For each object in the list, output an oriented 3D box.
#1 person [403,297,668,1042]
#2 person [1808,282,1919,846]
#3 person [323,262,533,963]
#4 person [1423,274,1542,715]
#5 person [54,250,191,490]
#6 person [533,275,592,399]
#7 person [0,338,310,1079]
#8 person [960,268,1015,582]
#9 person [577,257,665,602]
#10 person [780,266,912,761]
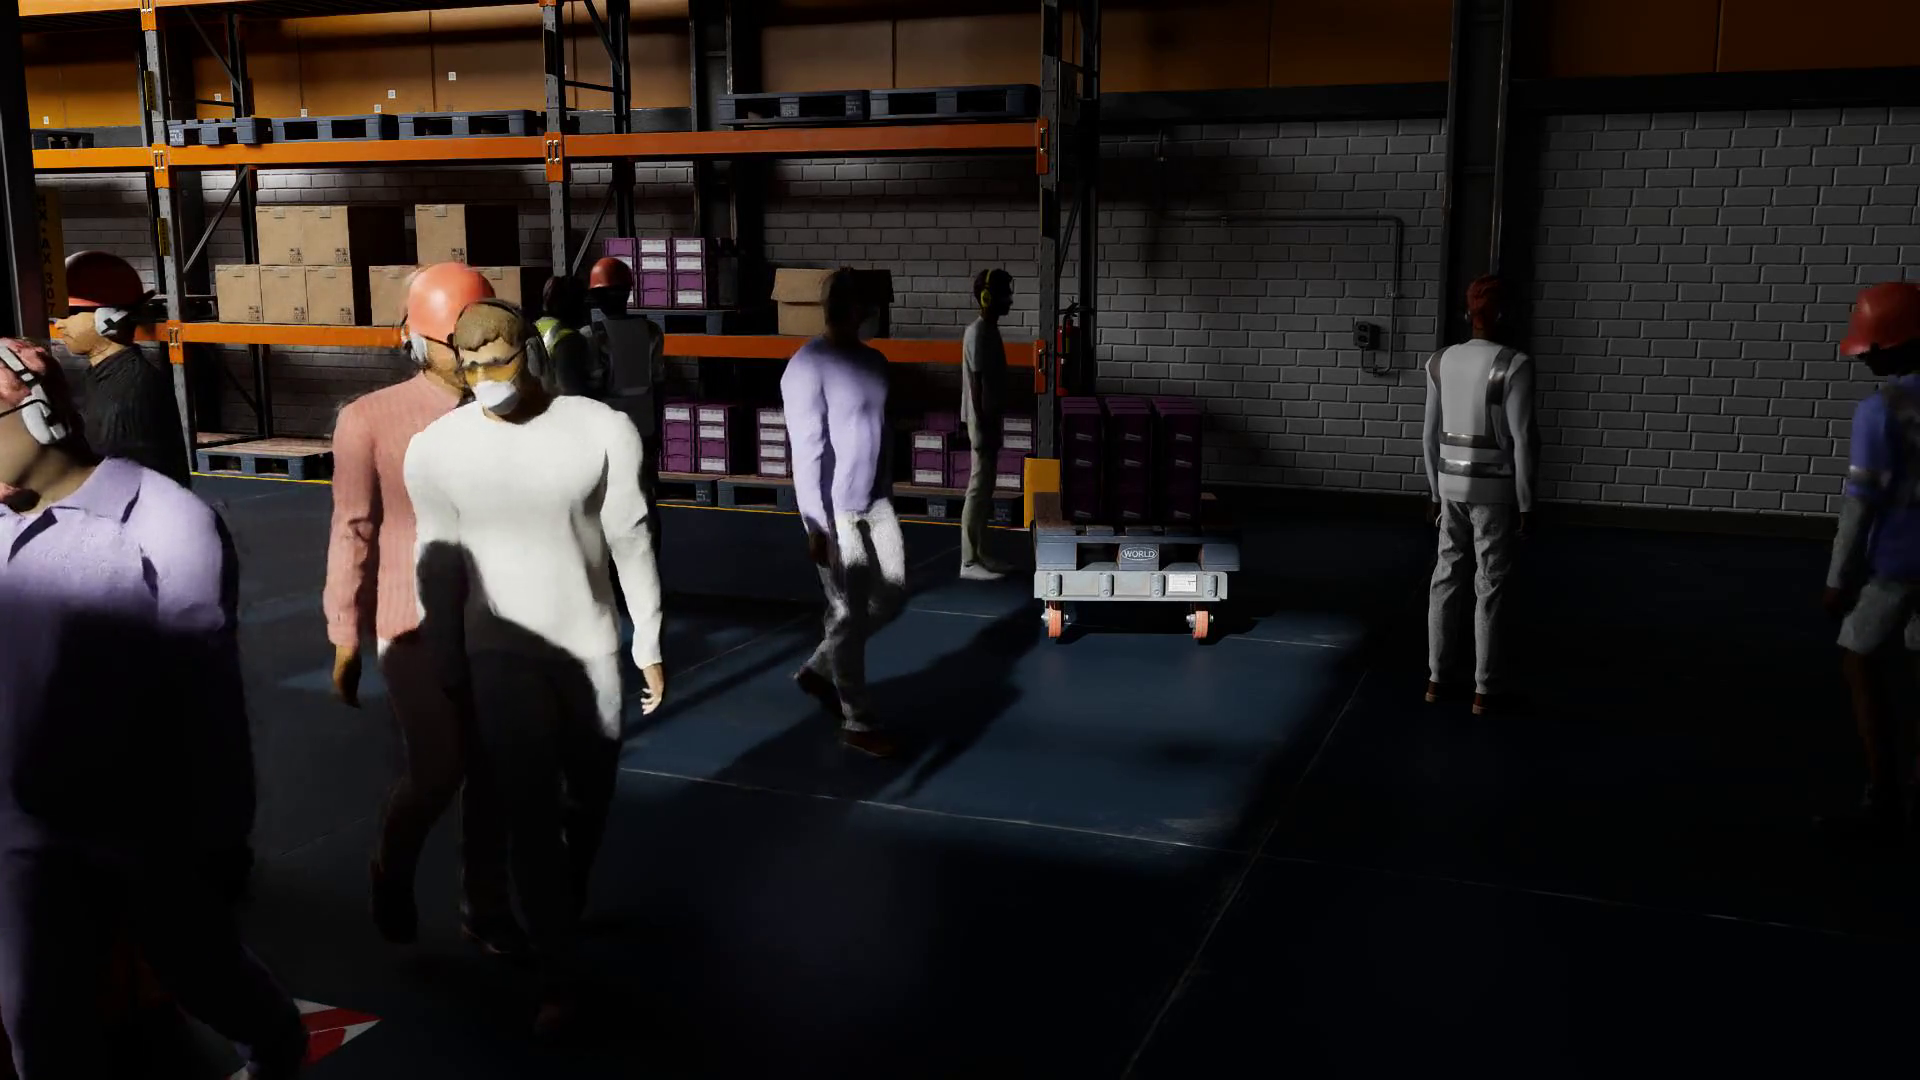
[{"bbox_3d":[-1.131,0.285,4.504,0.659,1.889,0.915,-2,10,-13],"label":"person"},{"bbox_3d":[3.216,0.088,5.619,0.660,1.889,0.375,-2,10,-13],"label":"person"},{"bbox_3d":[-1.399,0.235,4.573,0.590,1.968,0.666,9,14,41],"label":"person"},{"bbox_3d":[2.248,-0.192,7.166,0.356,1.886,0.574,-7,12,-33],"label":"person"},{"bbox_3d":[-2.638,0.090,5.285,0.389,1.992,0.625,-8,13,-38],"label":"person"},{"bbox_3d":[-2.203,-0.556,9.330,0.430,1.839,0.619,-7,13,-36],"label":"person"},{"bbox_3d":[-1.693,0.517,3.335,0.673,1.855,0.922,1,10,7],"label":"person"},{"bbox_3d":[0.166,-0.691,10.002,0.308,1.865,0.532,2,10,10],"label":"person"},{"bbox_3d":[-1.922,-0.619,9.396,0.542,1.938,0.358,-10,14,-43],"label":"person"},{"bbox_3d":[-0.440,-0.108,6.571,0.606,1.927,0.650,6,12,32],"label":"person"}]
